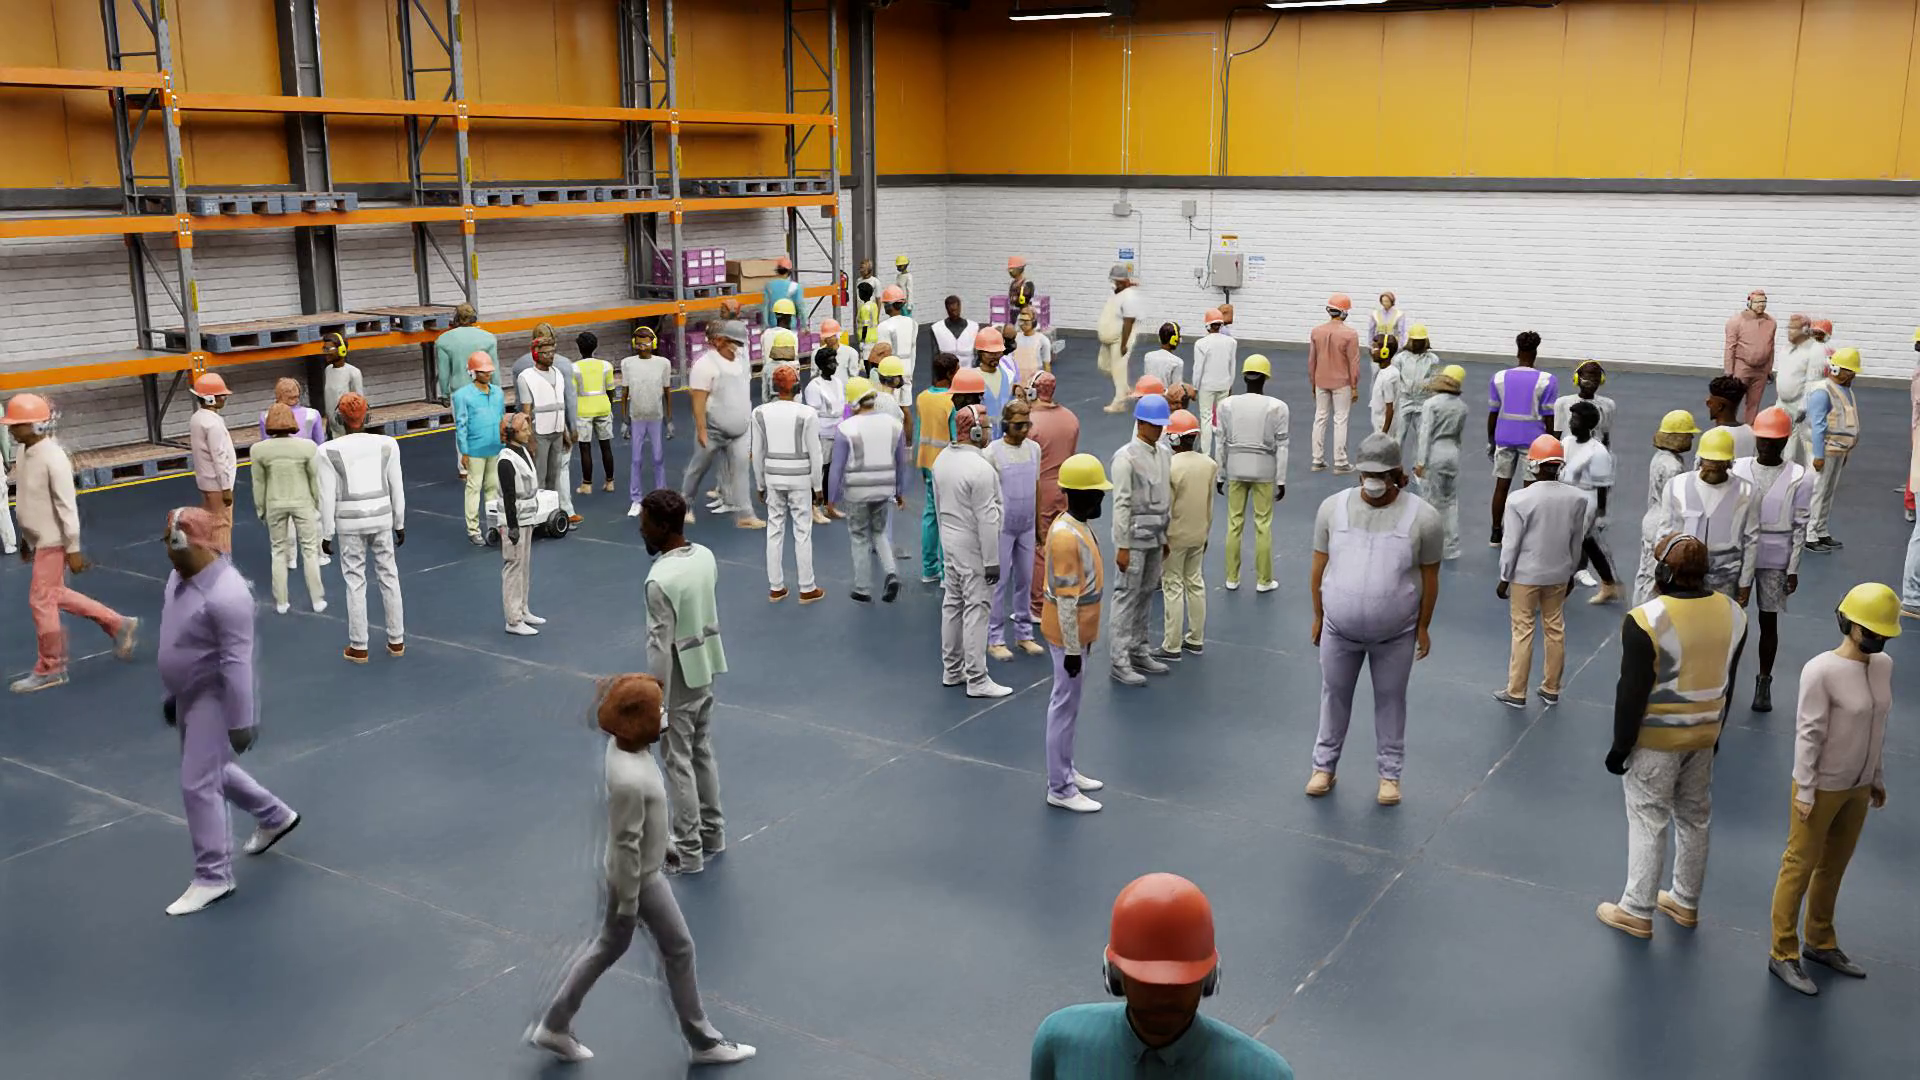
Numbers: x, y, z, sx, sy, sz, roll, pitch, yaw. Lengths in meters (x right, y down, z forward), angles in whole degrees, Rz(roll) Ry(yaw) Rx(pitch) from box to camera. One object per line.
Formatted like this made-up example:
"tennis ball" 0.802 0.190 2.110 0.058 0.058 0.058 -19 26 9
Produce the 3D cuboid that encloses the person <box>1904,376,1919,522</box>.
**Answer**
"person" 9.380 -1.039 15.914 0.524 1.769 0.326 2 13 9

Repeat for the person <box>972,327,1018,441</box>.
"person" 0.251 -0.806 14.296 0.612 2.043 0.374 -8 15 -31

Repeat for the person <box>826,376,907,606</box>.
"person" -0.721 -0.374 12.952 0.621 1.799 0.459 -8 15 -32

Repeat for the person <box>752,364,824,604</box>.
"person" -1.336 -0.432 13.024 0.572 1.883 0.354 4 14 17

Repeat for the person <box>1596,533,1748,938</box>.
"person" 3.160 0.874 7.451 0.624 1.845 0.430 -4 14 -18

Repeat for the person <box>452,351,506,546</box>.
"person" -4.302 -0.838 15.065 0.327 1.753 0.563 8 15 32

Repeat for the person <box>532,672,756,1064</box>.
"person" -1.250 1.259 6.303 0.824 1.599 0.498 -3 13 -14

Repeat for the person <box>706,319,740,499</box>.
"person" -2.435 -1.334 17.019 0.349 1.846 0.506 6 14 25

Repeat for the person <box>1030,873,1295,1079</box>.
"person" 0.415 1.667 3.670 0.622 1.997 0.372 4 14 18

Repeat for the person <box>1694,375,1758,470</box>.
"person" 5.365 -0.190 11.790 0.614 1.963 0.361 -10 16 -37

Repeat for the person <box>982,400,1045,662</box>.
"person" 0.364 -0.069 11.564 0.511 1.836 0.357 -9 16 -34

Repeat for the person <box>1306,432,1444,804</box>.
"person" 2.213 0.424 8.968 0.681 2.000 0.536 5 14 22

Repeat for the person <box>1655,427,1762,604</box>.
"person" 4.671 0.193 10.443 0.592 1.826 0.403 6 14 25

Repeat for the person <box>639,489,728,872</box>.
"person" -1.353 0.688 8.121 0.396 1.906 0.605 4 13 15

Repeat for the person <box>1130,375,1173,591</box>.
"person" 1.510 -0.455 13.410 0.324 1.752 0.560 -5 14 -20

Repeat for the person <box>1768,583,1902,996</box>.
"person" 3.696 1.027 6.971 0.523 1.760 0.328 -6 14 -26

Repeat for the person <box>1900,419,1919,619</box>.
"person" 7.414 -0.395 12.621 0.382 1.995 0.612 8 15 32

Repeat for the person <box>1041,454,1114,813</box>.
"person" 0.624 0.486 8.942 0.371 1.929 0.585 2 13 8

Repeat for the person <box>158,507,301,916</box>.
"person" -3.536 0.759 7.890 0.698 1.869 0.672 -12 18 -42

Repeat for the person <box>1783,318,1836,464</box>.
"person" 9.323 -1.550 18.196 0.573 1.738 0.351 10 17 38

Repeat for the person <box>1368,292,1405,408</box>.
"person" 5.939 -2.650 23.228 0.517 1.613 0.638 5 14 21

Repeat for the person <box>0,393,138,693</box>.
"person" -5.973 -0.020 11.056 0.621 1.970 0.806 13 18 43

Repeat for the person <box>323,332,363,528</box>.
"person" -5.769 -1.011 15.564 0.518 1.874 0.330 8 15 32

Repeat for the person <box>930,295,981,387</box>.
"person" -0.052 -1.969 19.695 0.624 1.887 0.598 -2 13 -8

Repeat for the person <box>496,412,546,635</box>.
"person" -3.247 -0.127 12.234 0.309 1.639 0.523 0 13 -2

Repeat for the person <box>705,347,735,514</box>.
"person" -2.365 -1.082 16.373 0.307 1.641 0.525 -3 13 -15

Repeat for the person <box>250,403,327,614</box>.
"person" -5.141 -0.237 12.752 0.507 1.628 0.279 -3 13 -12

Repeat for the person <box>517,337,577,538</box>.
"person" -3.841 -0.961 15.401 0.389 1.846 0.566 6 14 24

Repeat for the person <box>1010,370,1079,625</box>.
"person" 0.602 -0.319 12.481 0.400 1.910 0.643 12 18 42

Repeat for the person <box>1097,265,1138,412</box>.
"person" 2.144 -2.771 22.824 0.537 2.000 0.711 -4 13 -15

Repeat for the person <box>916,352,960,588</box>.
"person" -0.136 -0.568 13.536 0.380 1.918 0.596 -9 16 -36

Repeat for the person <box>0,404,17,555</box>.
"person" -8.547 -0.649 14.498 0.511 1.641 0.309 -10 16 -36

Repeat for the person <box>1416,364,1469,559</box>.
"person" 4.109 -0.661 14.428 0.649 1.697 0.338 -7 15 -28

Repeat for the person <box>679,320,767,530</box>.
"person" -2.300 -1.131 15.712 1.000 2.000 0.749 10 16 38

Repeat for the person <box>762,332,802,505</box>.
"person" -1.772 -1.226 16.777 0.492 1.740 0.319 10 16 36

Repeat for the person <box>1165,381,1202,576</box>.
"person" 1.801 -0.496 13.836 0.307 1.640 0.519 -11 17 -40

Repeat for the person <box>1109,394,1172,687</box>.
"person" 1.218 -0.012 11.067 0.403 1.943 0.607 10 16 36

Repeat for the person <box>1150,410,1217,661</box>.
"person" 1.528 -0.035 11.587 0.573 1.749 0.332 -11 17 -40

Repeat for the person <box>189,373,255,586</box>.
"person" -6.028 -0.482 13.526 0.329 1.751 0.571 -10 17 -38
